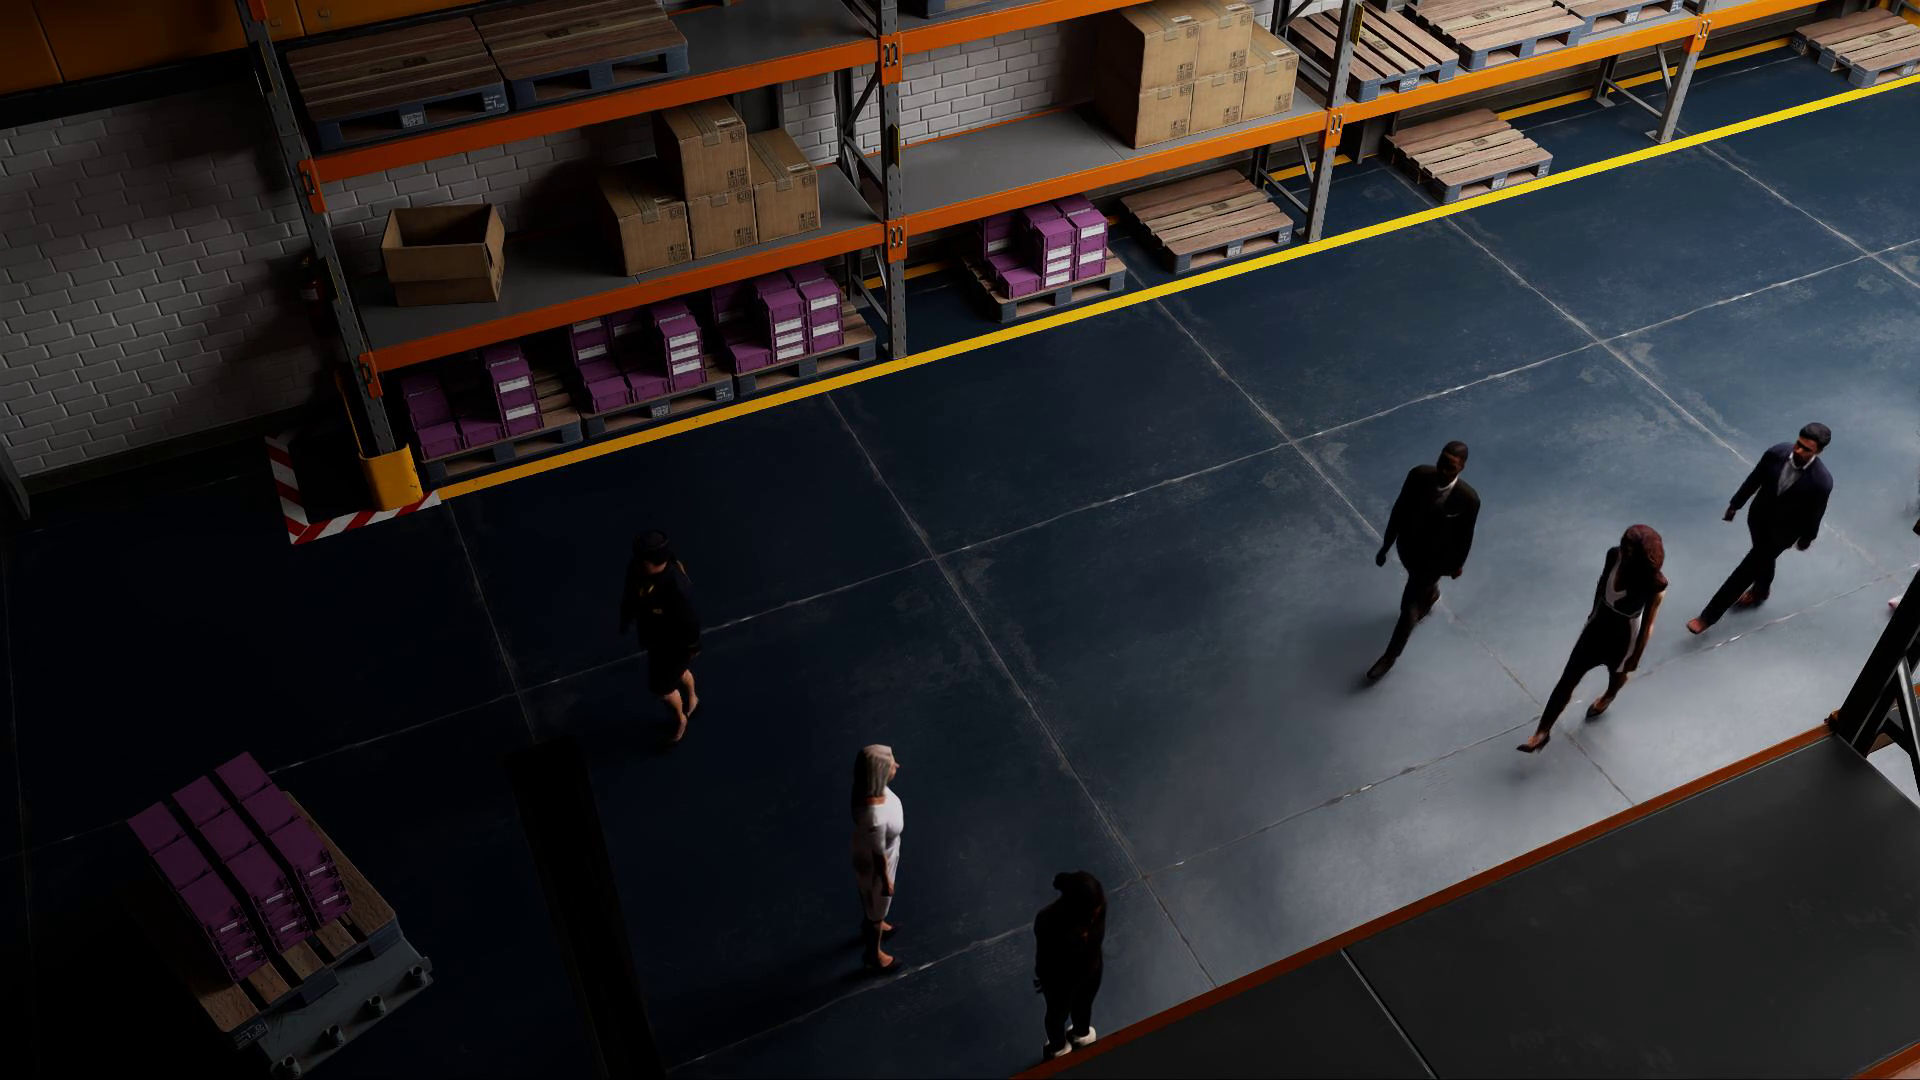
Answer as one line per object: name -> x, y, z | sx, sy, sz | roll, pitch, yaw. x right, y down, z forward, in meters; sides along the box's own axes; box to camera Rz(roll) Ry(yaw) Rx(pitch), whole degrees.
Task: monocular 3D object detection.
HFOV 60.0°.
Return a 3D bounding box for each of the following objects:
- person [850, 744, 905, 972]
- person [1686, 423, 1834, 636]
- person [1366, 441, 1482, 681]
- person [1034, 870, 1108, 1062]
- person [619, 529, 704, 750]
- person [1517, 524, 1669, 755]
person -> -0.457, 1.699, 8.891 | 0.600, 1.749, 0.618 | -6, 44, -6
person -> 5.376, -0.123, 10.856 | 1.107, 1.678, 0.711 | -19, 47, -19
person -> 3.013, 0.028, 10.639 | 1.264, 1.758, 0.915 | -34, 53, -30
person -> 0.560, 2.178, 8.454 | 0.595, 1.659, 0.657 | 0, 44, 0
person -> -1.730, 0.554, 10.156 | 0.754, 1.663, 0.773 | -30, 51, -27
person -> 4.026, 0.558, 10.092 | 1.197, 1.745, 0.749 | -26, 49, -25
